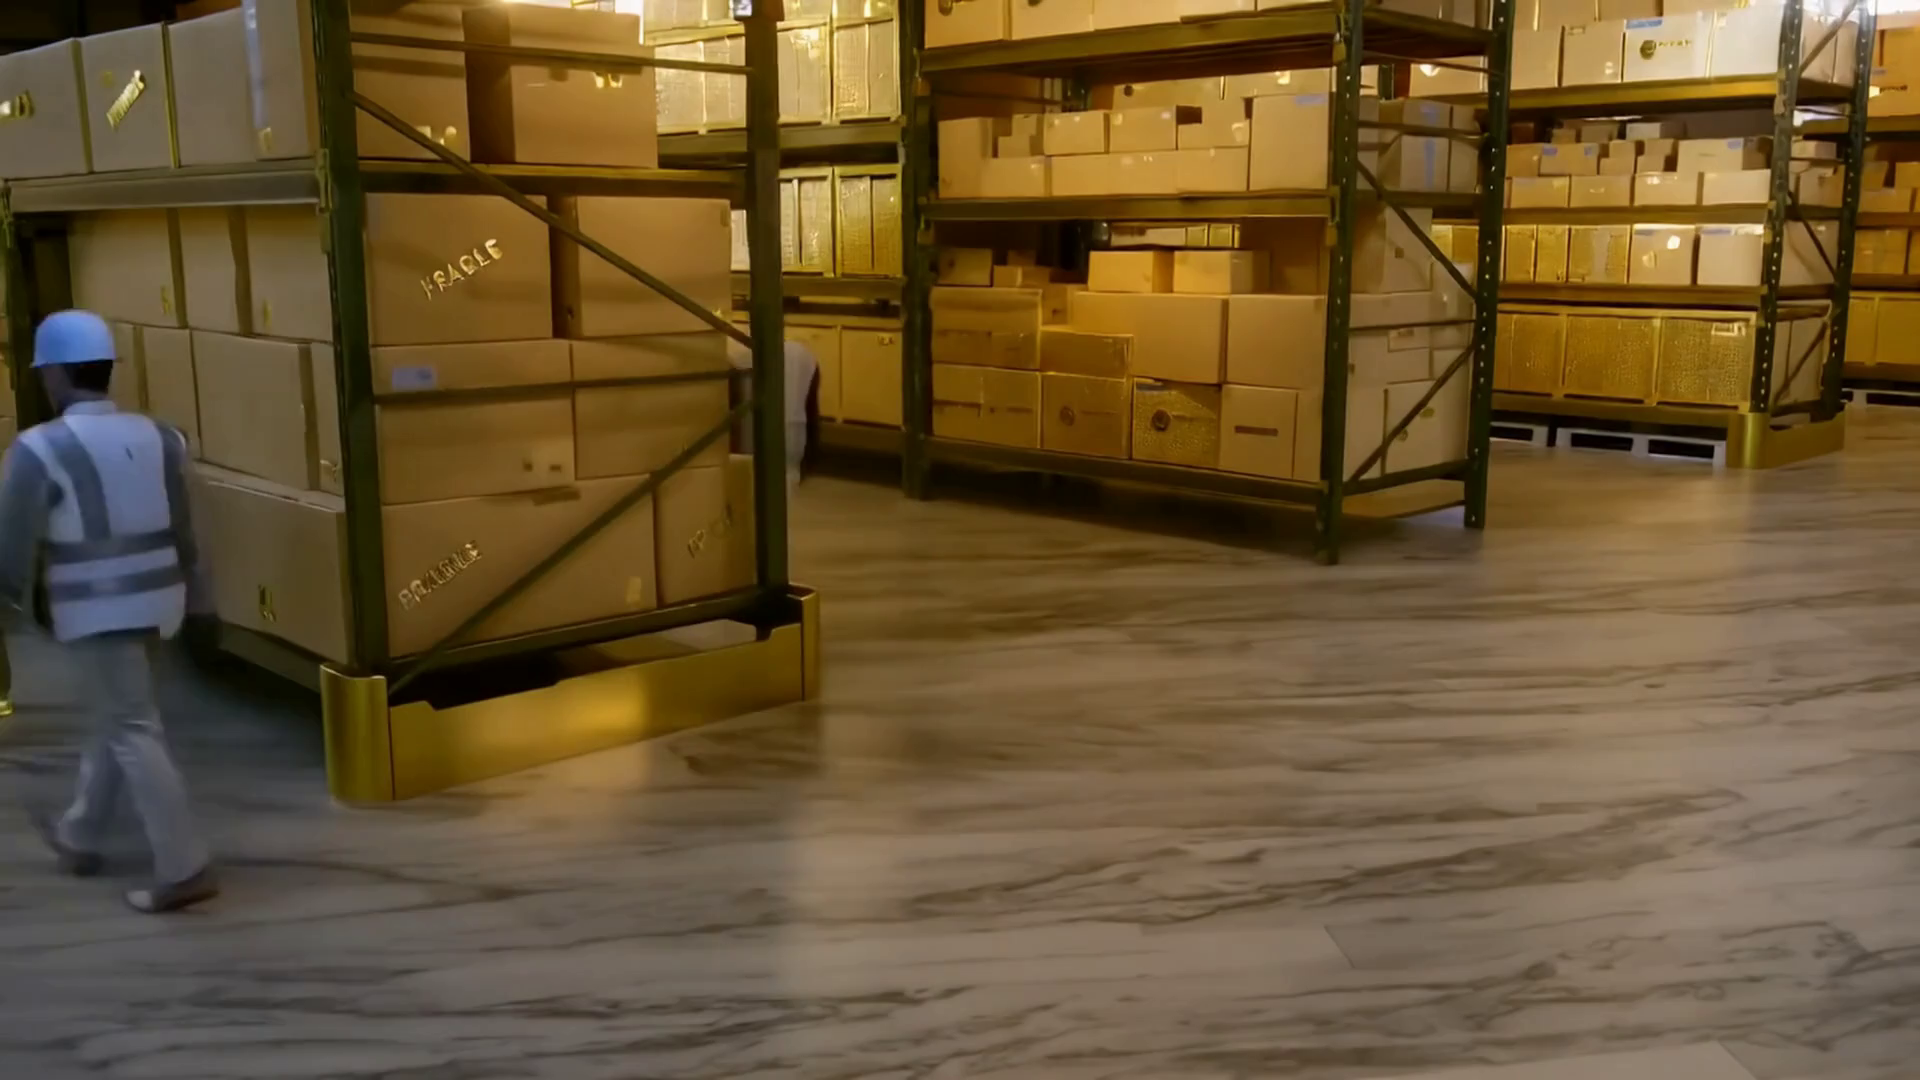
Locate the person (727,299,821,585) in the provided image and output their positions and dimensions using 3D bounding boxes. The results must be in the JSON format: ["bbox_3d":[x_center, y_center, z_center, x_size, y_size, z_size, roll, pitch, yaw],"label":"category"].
[{"bbox_3d":[-1.068,-0.483,9.381,0.635,1.818,0.723,-6,12,-32],"label":"person"}]

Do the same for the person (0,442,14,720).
[{"bbox_3d":[-4.415,-0.057,7.205,0.527,1.768,0.314,-9,14,-42],"label":"person"}]

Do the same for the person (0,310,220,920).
[{"bbox_3d":[-2.764,0.231,5.280,1.011,1.889,0.615,3,11,18],"label":"person"}]
